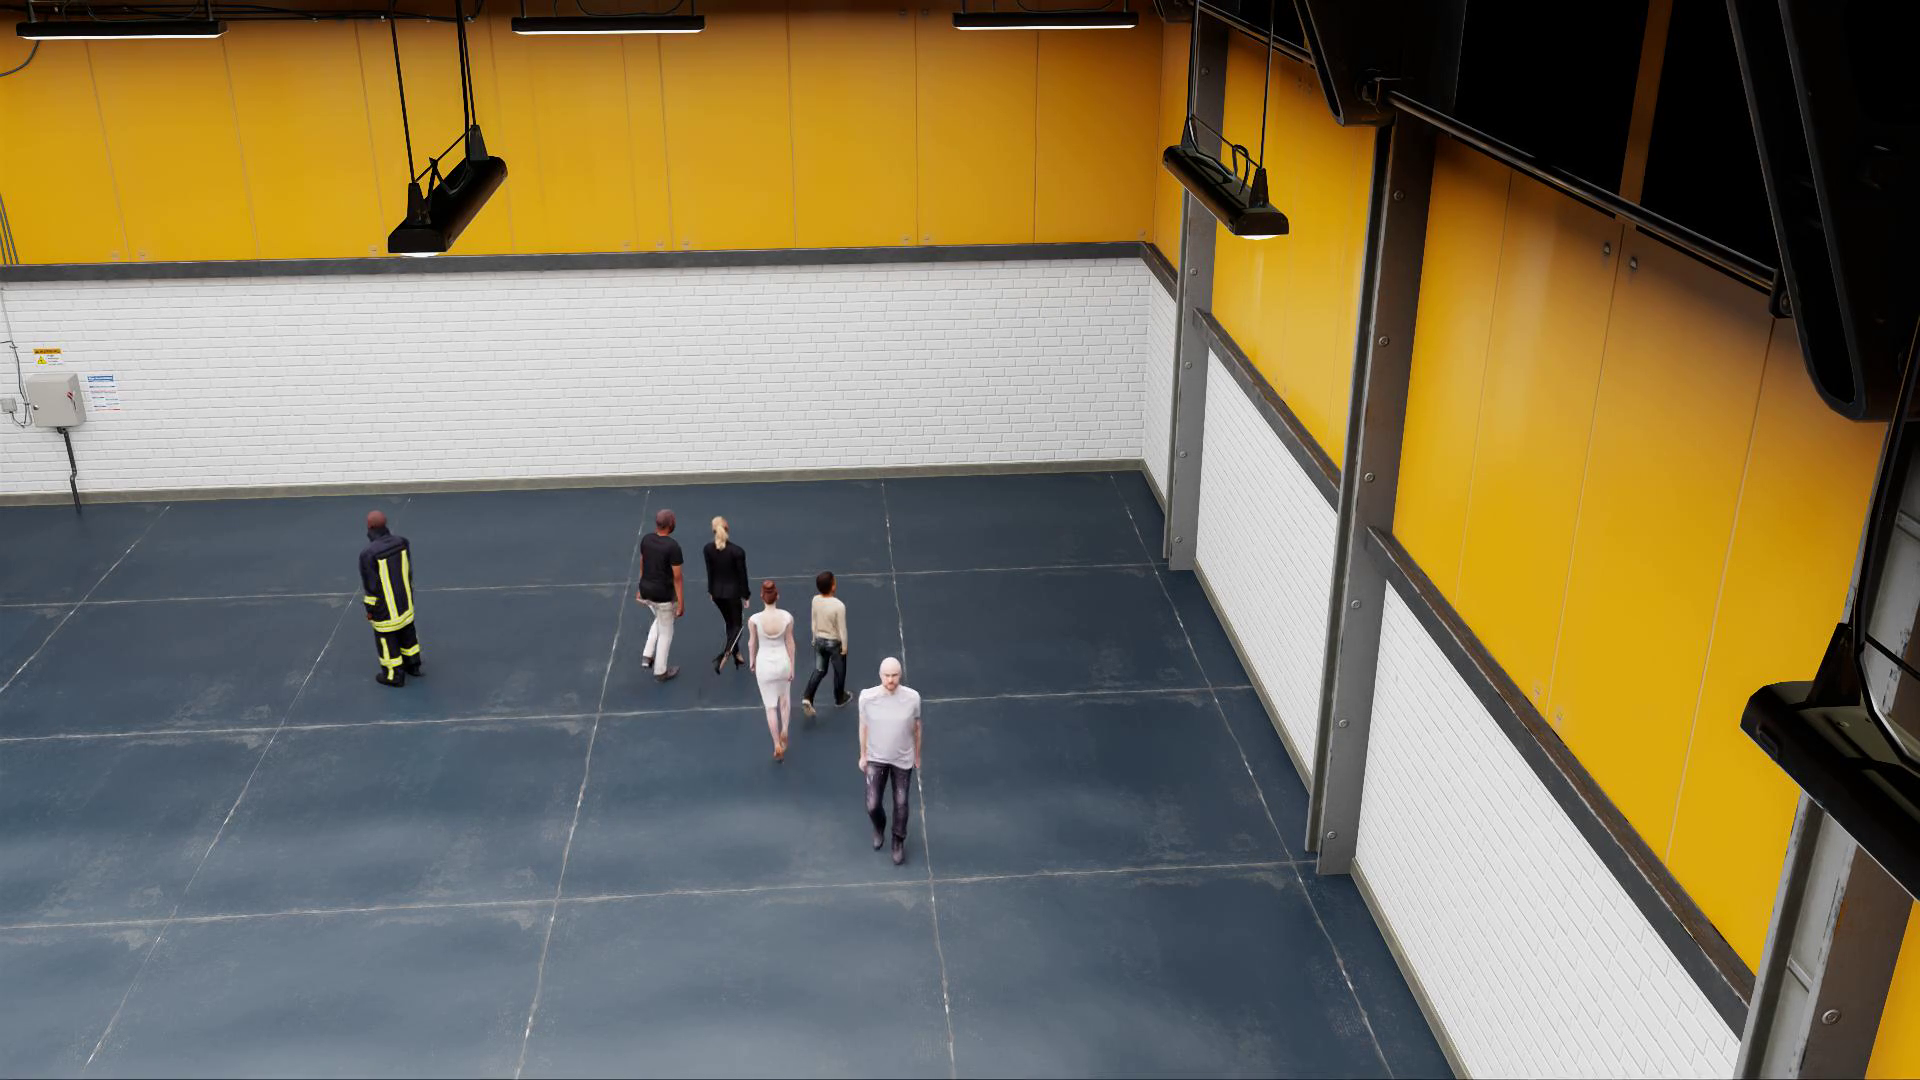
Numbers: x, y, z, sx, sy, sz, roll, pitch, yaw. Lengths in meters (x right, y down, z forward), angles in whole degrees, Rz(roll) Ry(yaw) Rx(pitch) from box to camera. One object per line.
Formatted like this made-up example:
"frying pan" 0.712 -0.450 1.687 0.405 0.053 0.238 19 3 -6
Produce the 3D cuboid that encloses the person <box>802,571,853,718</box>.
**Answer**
"person" -1.280 1.013 15.759 0.850 1.443 0.994 12 26 26

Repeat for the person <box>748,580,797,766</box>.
"person" -1.662 1.222 14.856 0.596 1.782 0.654 -5 24 -11

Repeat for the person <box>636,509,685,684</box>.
"person" -3.005 0.582 16.326 0.841 1.778 0.892 15 28 30

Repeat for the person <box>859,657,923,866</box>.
"person" -0.573 1.744 13.608 0.667 1.826 0.671 -1 24 -2

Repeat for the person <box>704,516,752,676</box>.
"person" -2.322 0.603 16.400 0.837 1.680 1.011 8 25 17

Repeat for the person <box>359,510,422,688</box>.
"person" -5.609 0.544 16.358 0.923 1.822 0.825 13 27 27
